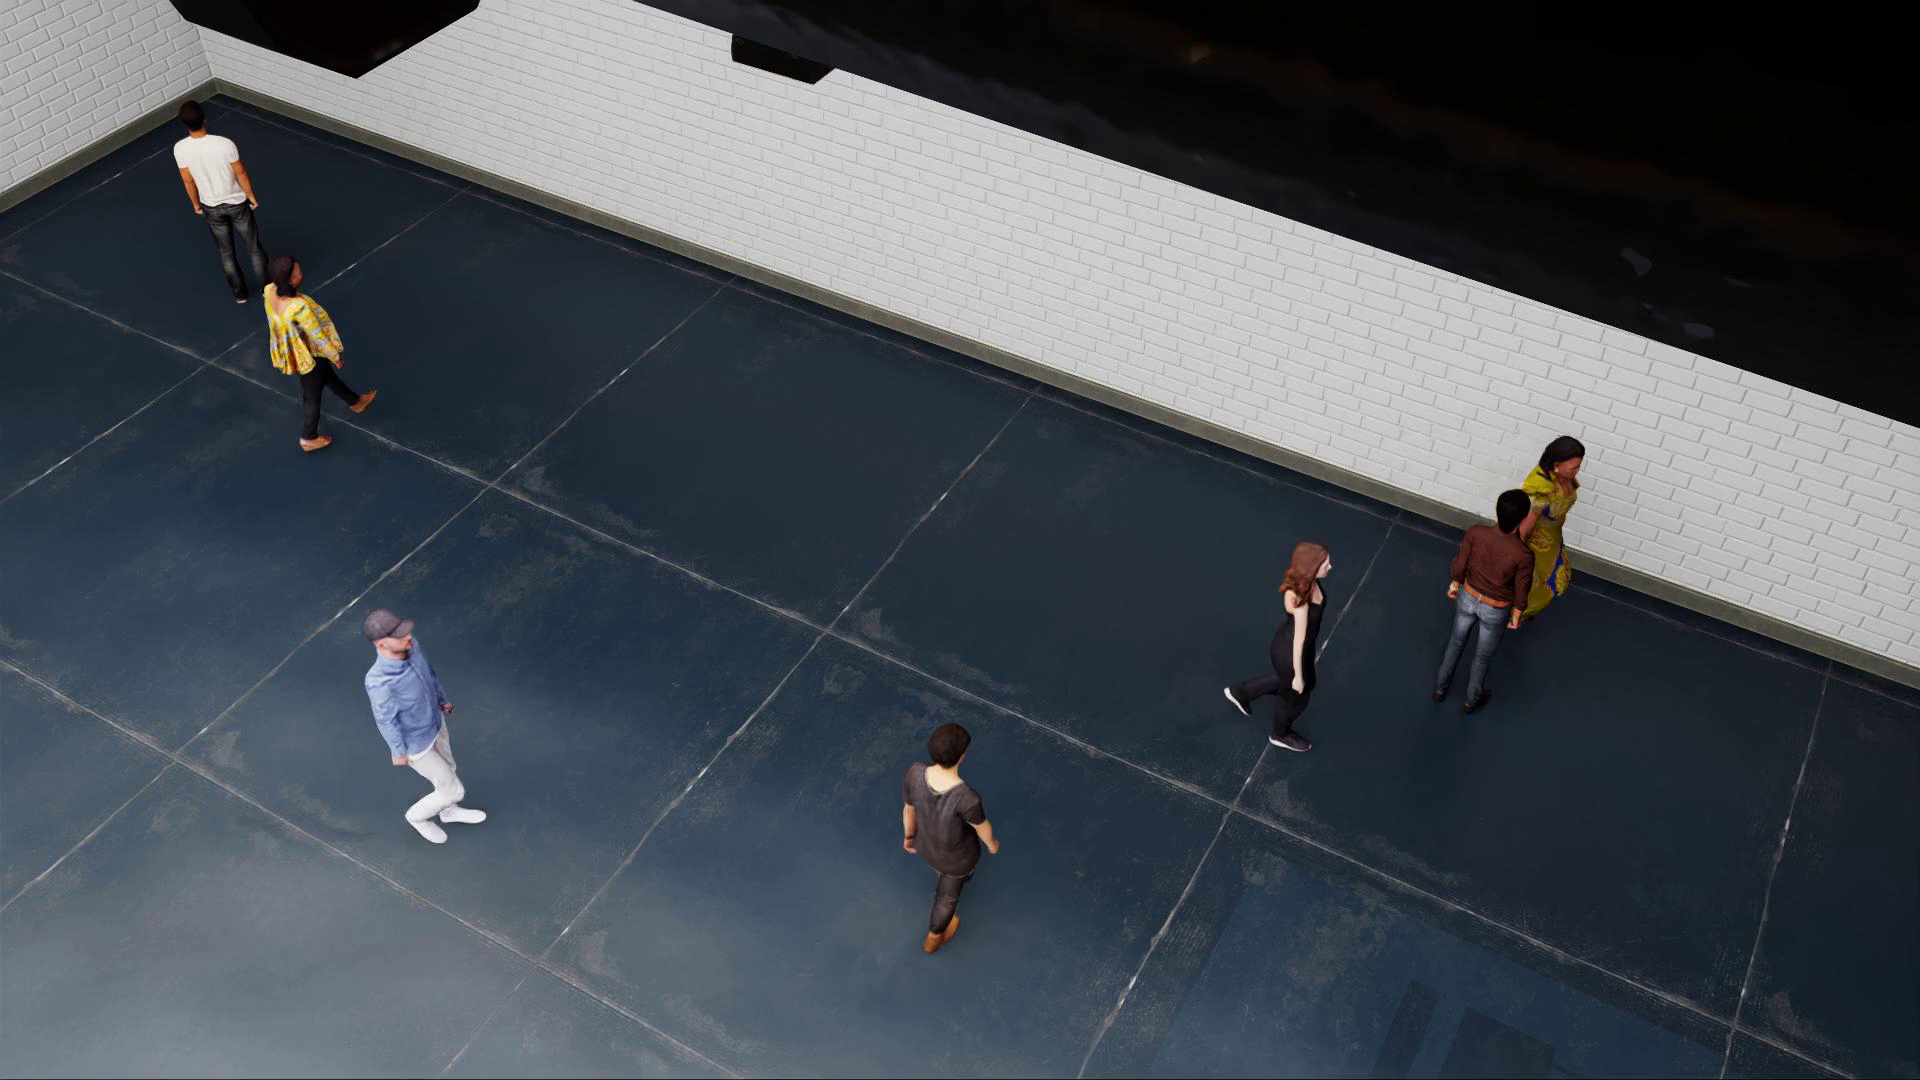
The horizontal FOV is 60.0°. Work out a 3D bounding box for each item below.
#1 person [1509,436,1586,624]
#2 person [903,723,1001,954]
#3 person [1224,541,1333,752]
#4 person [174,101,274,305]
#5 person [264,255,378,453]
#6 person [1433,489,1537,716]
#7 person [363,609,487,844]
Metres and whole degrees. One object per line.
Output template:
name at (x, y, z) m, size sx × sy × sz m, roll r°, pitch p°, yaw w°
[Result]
person at (3.678, -0.060, 10.903) m, size 0.784 × 1.640 × 0.775 m, roll 23°, pitch 48°, yaw 22°
person at (-0.116, 1.677, 9.033) m, size 0.698 × 1.695 × 0.893 m, roll 30°, pitch 51°, yaw 28°
person at (1.944, 0.640, 10.094) m, size 0.728 × 1.733 × 0.814 m, roll 14°, pitch 45°, yaw 14°
person at (-6.036, -2.766, 13.625) m, size 0.707 × 1.803 × 0.762 m, roll -10°, pitch 44°, yaw -10°
person at (-4.876, -1.329, 12.241) m, size 0.840 × 1.622 × 1.045 m, roll 32°, pitch 52°, yaw 29°
person at (3.254, 0.396, 10.317) m, size 0.678 × 1.779 × 0.574 m, roll 29°, pitch 51°, yaw 27°
person at (-3.180, 1.067, 9.543) m, size 0.846 × 1.875 × 0.764 m, roll 3°, pitch 44°, yaw 3°
